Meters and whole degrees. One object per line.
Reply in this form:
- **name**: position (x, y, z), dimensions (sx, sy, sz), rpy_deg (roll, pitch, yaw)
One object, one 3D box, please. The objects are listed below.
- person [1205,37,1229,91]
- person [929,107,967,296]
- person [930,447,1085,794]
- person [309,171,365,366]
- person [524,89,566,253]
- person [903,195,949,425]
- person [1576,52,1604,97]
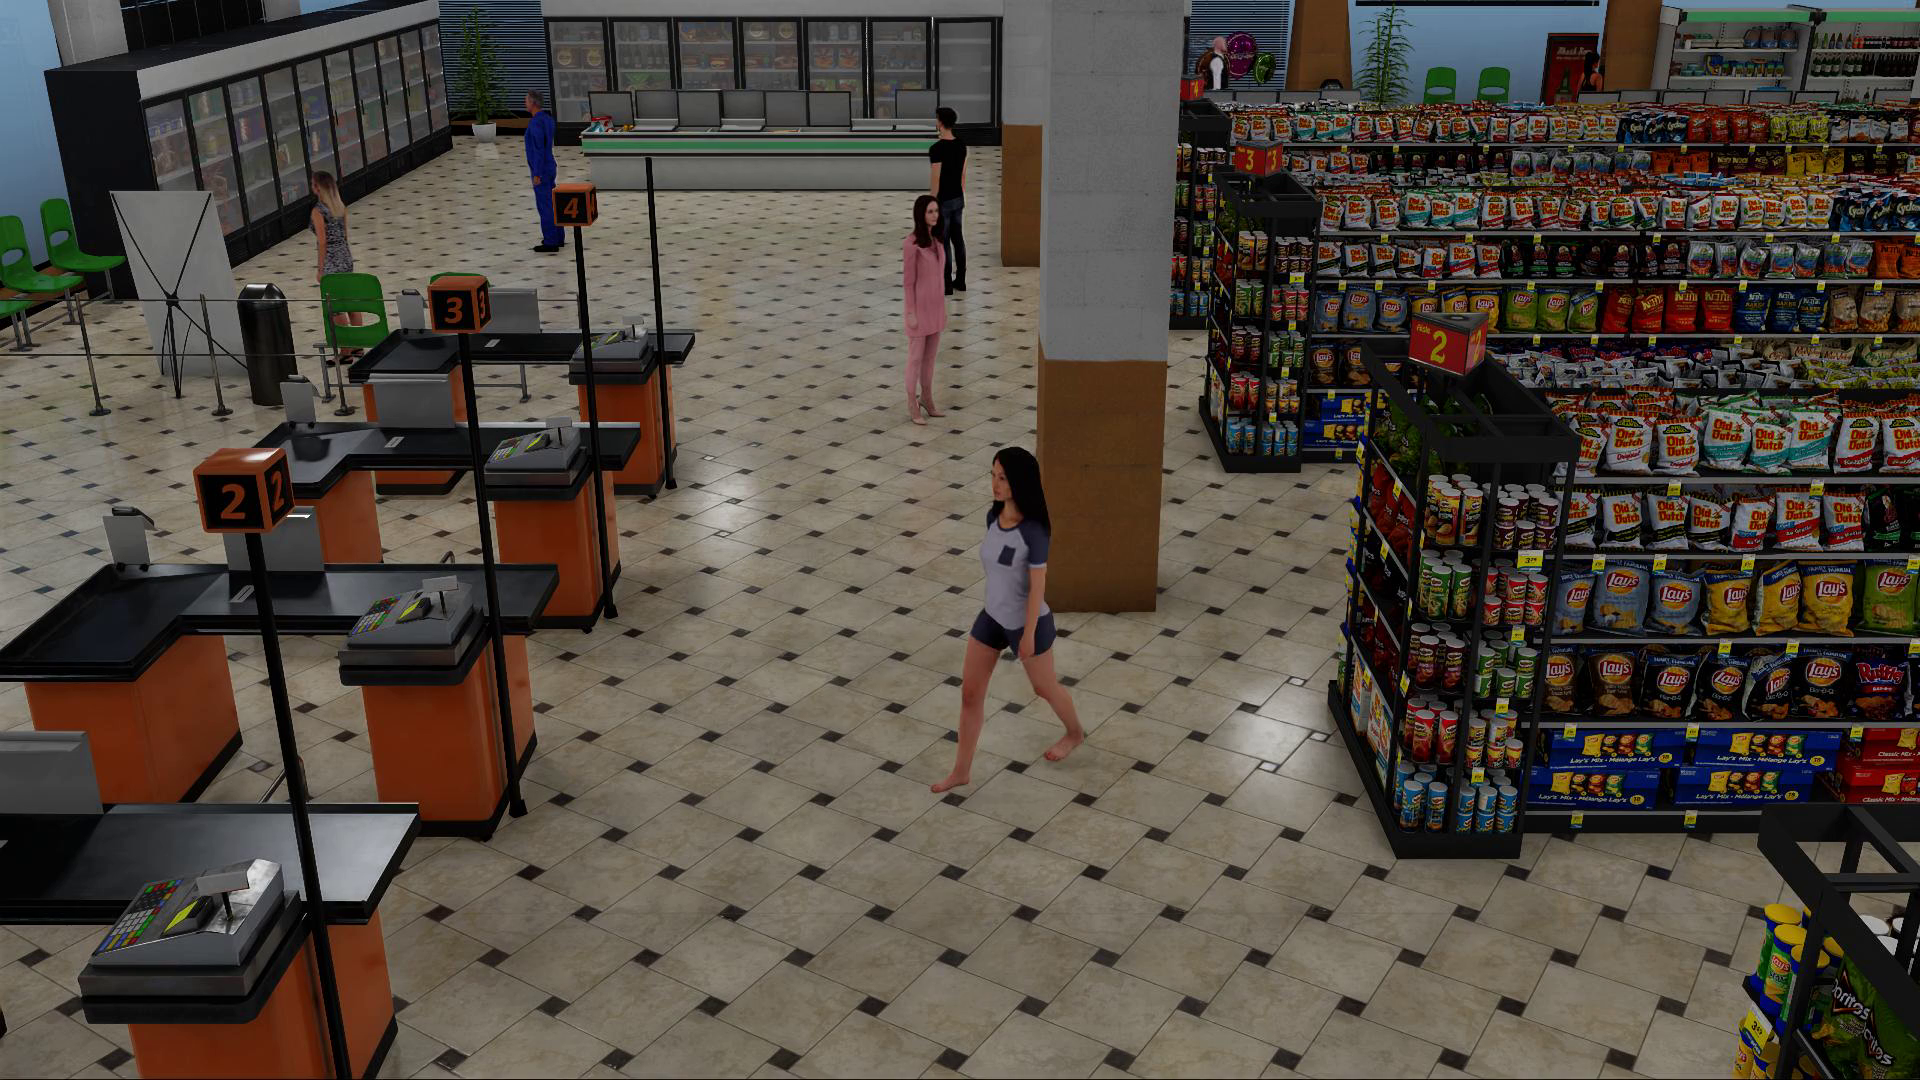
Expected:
- **person**: position (3.804, -6.709, 25.315), dimensions (0.891, 1.805, 0.747), rpy_deg (3, 22, 7)
- **person**: position (-0.124, -3.510, 17.234), dimensions (0.798, 1.895, 0.746), rpy_deg (19, 29, 40)
- **person**: position (0.334, 0.380, 7.867), dimensions (1.174, 1.661, 1.035), rpy_deg (-16, 27, -34)
- **person**: position (-5.539, -2.423, 14.782), dimensions (0.580, 1.706, 0.614), rpy_deg (6, 23, 15)
- **person**: position (-4.812, -4.269, 19.214), dimensions (0.543, 1.827, 0.737), rpy_deg (1, 22, 3)
- **person**: position (-0.288, -1.832, 13.183), dimensions (0.730, 1.802, 0.690), rpy_deg (17, 28, 37)
- **person**: position (9.371, -6.445, 24.851), dimensions (0.661, 1.663, 0.661), rpy_deg (-12, 25, -27)
